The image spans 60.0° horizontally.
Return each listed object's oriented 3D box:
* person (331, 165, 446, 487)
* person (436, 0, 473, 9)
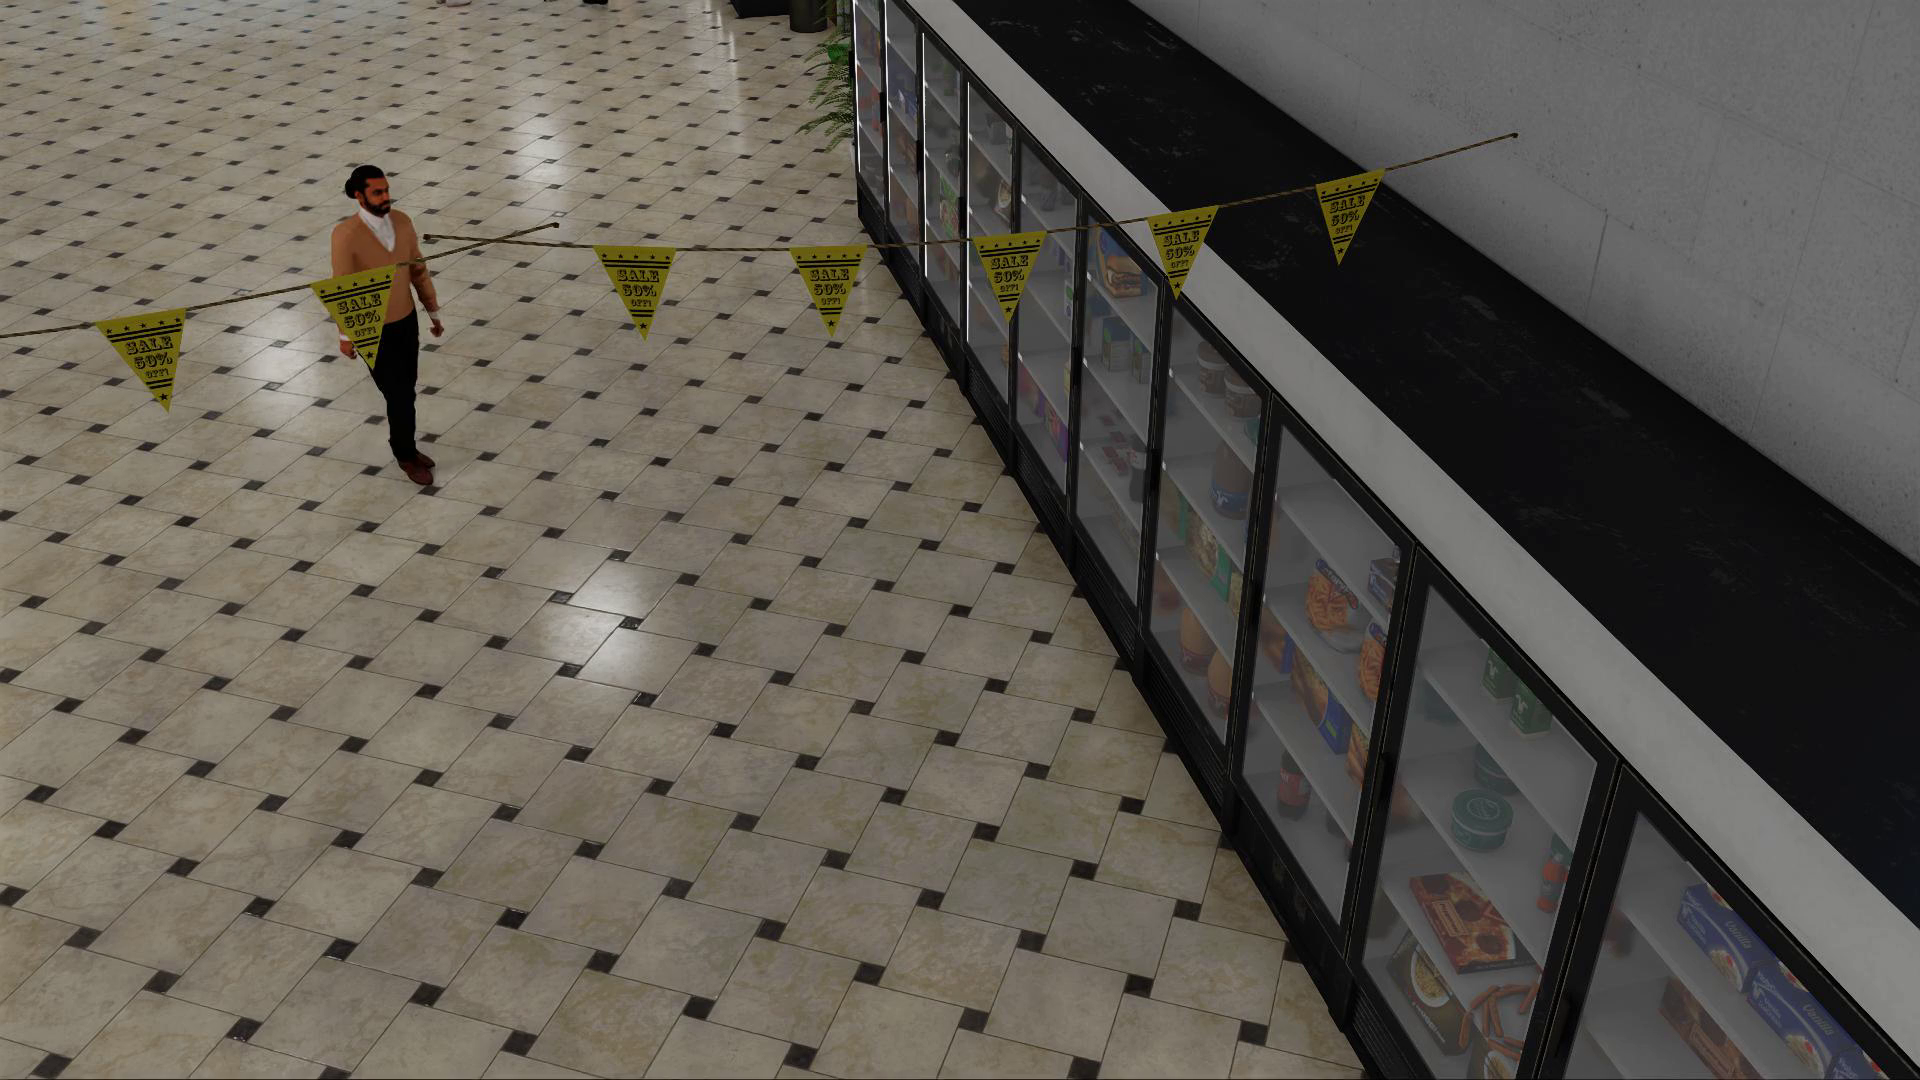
[{"bbox_3d":[-3.115,-1.161,8.869,0.923,1.738,0.860,19,37,28],"label":"person"},{"bbox_3d":[-5.490,-6.504,17.494,0.677,1.698,0.684,27,41,36],"label":"person"}]
